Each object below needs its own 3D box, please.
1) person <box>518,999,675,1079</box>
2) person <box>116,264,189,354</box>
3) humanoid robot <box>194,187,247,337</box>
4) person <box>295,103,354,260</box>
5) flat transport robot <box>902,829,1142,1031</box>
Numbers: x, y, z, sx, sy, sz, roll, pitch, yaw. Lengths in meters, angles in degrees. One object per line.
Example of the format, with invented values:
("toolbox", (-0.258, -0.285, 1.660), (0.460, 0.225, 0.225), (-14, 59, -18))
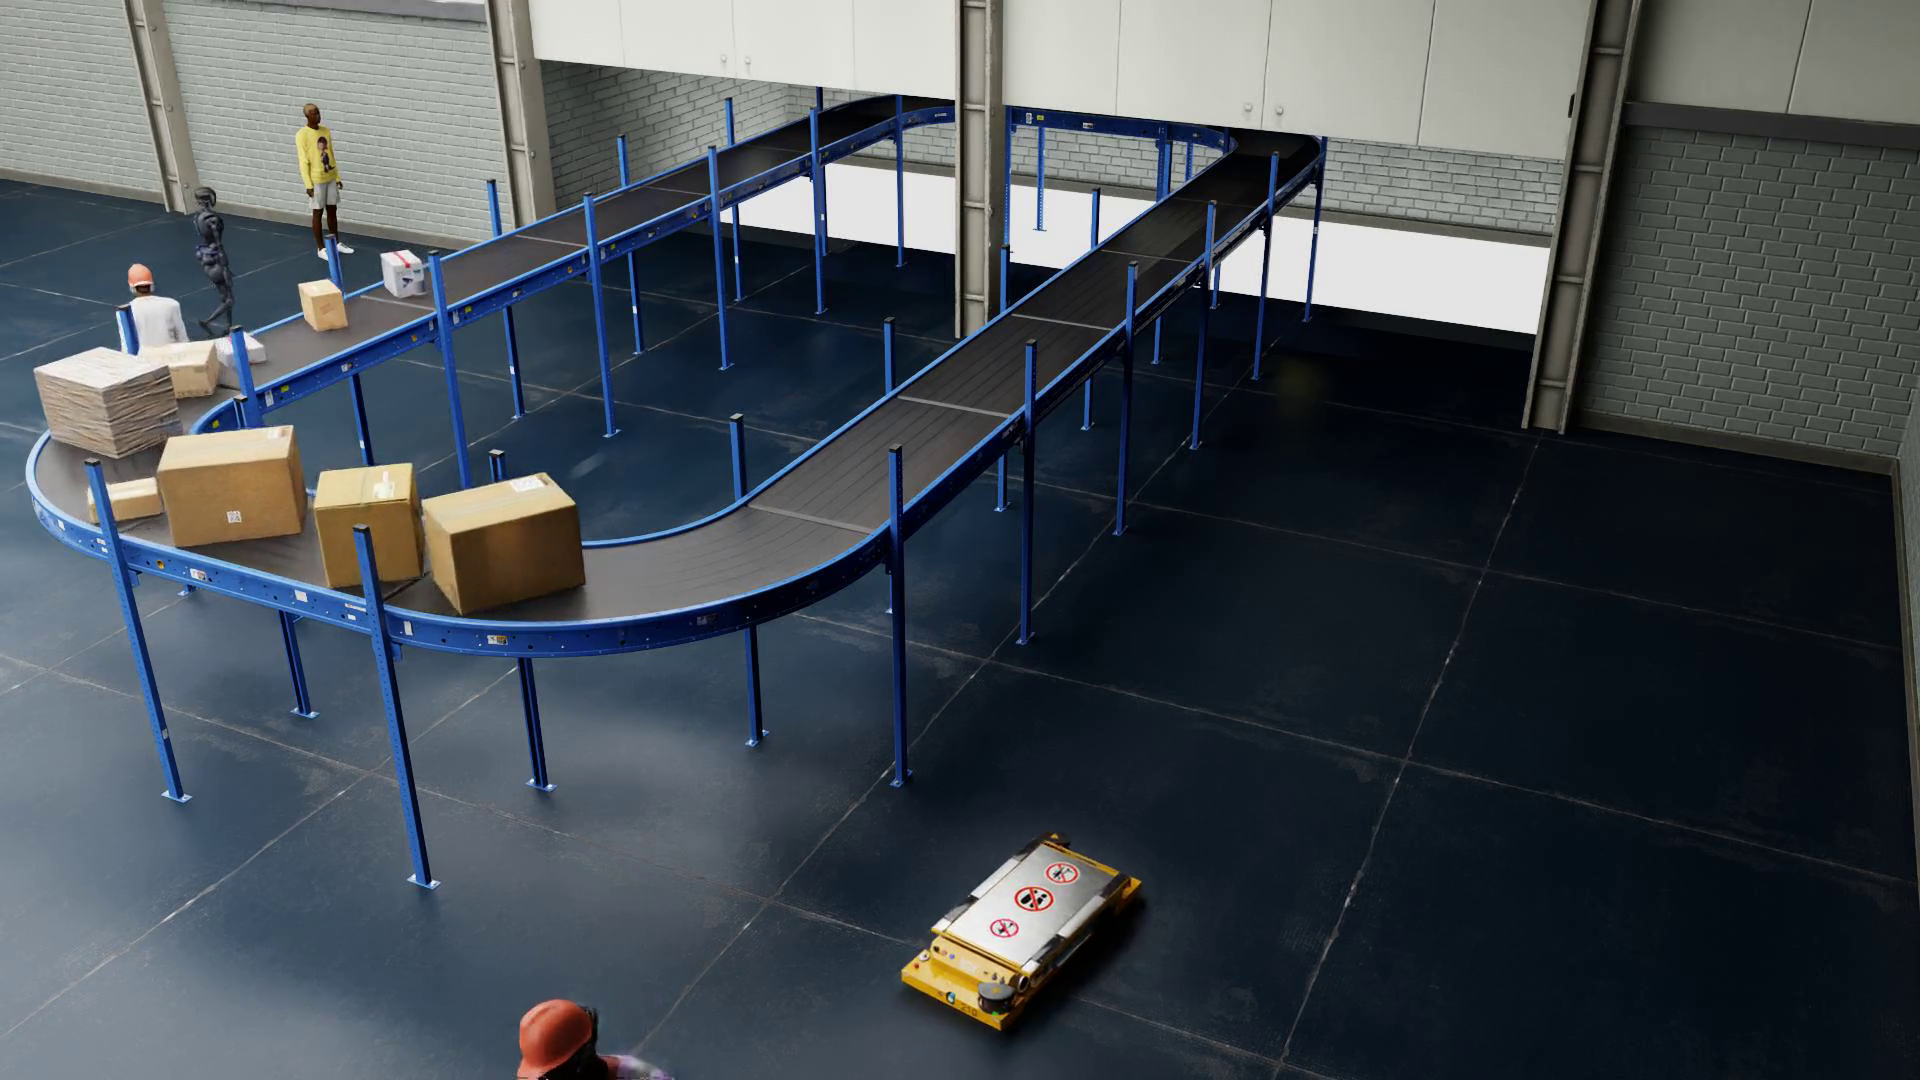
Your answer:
("person", (-1.310, 2.573, 6.378), (0.696, 1.975, 0.845), (11, 29, 22))
("person", (-7.319, -1.664, 15.164), (0.587, 1.739, 0.401), (-21, 33, -35))
("humanoid robot", (-8.090, -2.983, 17.914), (0.473, 1.645, 0.584), (-20, 33, -35))
("person", (-7.906, -4.445, 20.600), (0.377, 1.899, 0.539), (12, 29, 23))
("flat transport robot", (0.368, 2.120, 9.205), (0.659, 0.231, 1.431), (18, 32, 32))
